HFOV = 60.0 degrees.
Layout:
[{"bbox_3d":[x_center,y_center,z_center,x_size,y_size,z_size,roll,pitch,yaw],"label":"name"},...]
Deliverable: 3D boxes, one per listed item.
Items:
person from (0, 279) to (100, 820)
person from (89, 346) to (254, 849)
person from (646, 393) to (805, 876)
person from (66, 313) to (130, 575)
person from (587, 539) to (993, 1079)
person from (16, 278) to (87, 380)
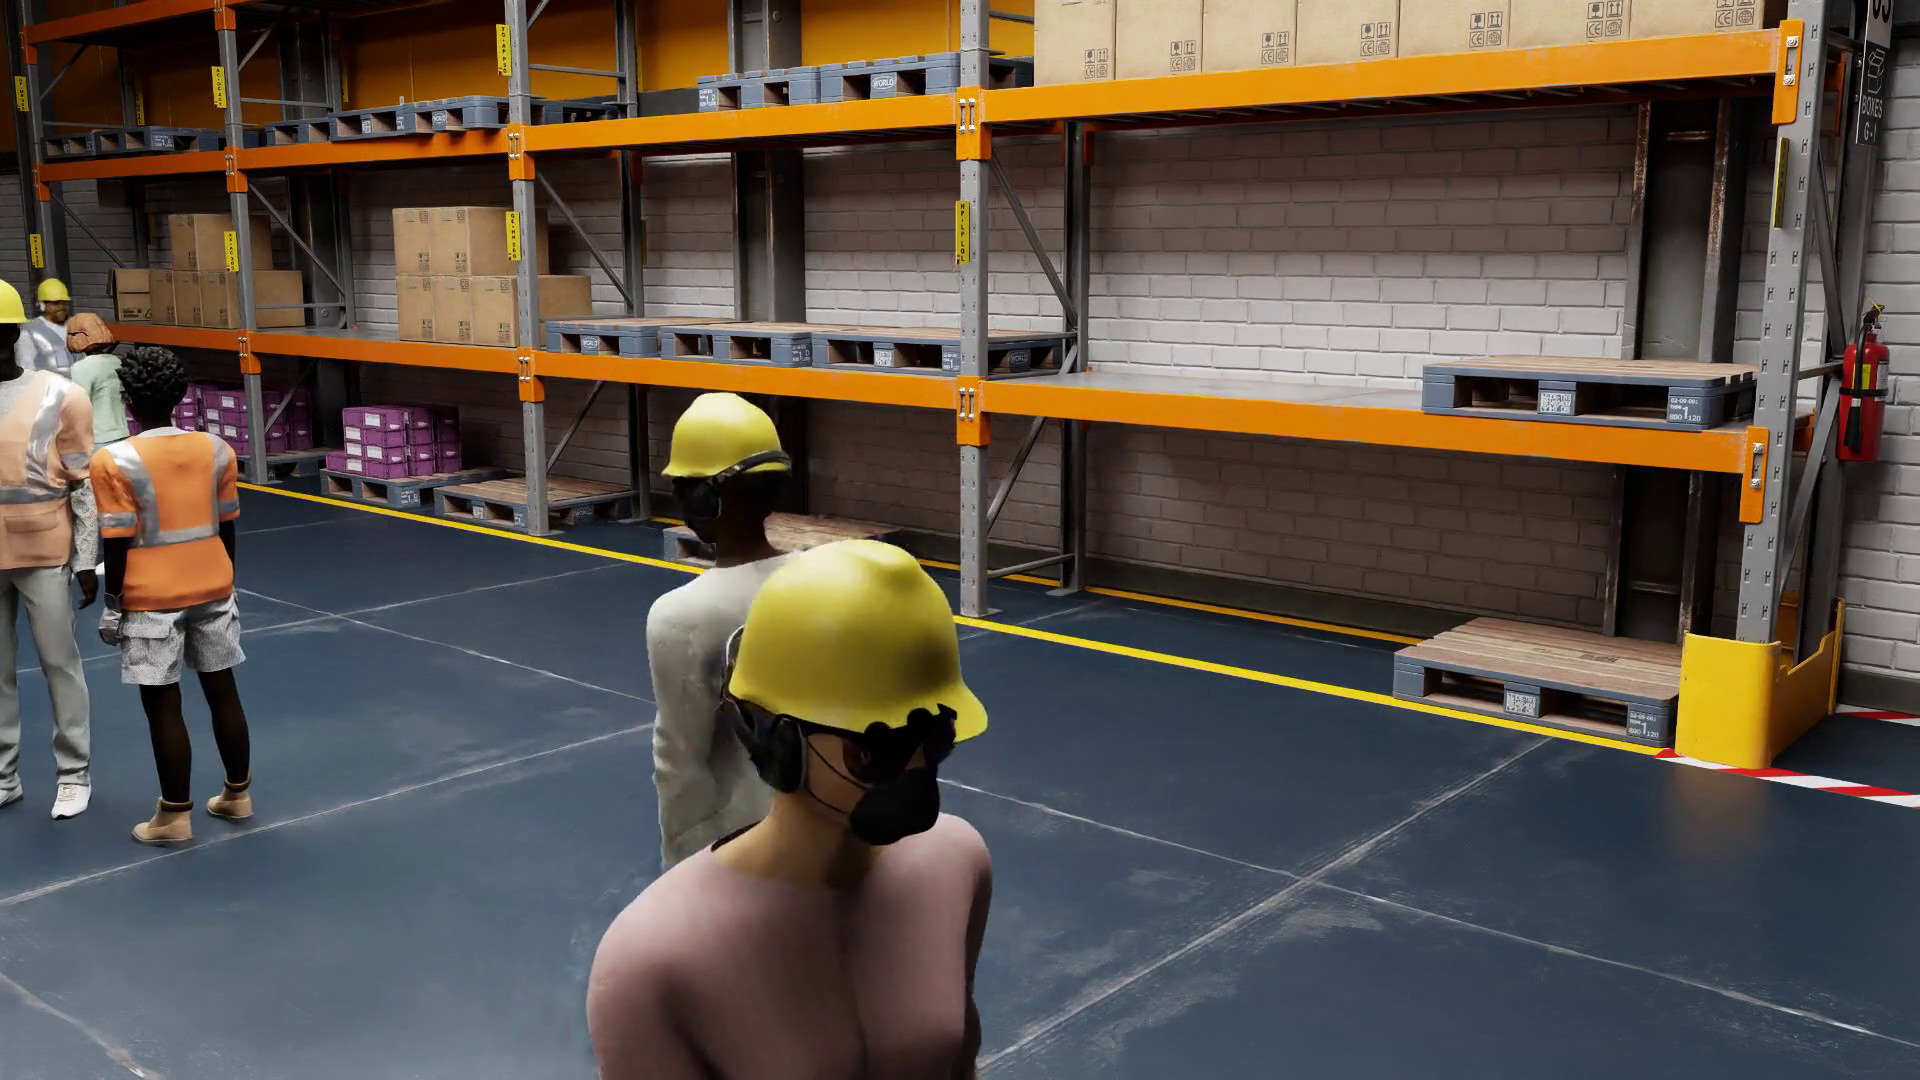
[{"bbox_3d":[-3.340,0.041,5.868,0.585,1.928,0.370,-1,10,-5],"label":"person"},{"bbox_3d":[-2.676,0.194,5.654,0.319,1.695,0.539,5,11,28],"label":"person"},{"bbox_3d":[-0.419,0.591,3.262,0.476,1.752,0.535,9,13,40],"label":"person"},{"bbox_3d":[-5.352,-0.598,10.380,0.288,1.626,0.497,0,10,2],"label":"person"},{"bbox_3d":[-0.103,0.866,1.695,0.535,1.738,0.744,-8,13,-39],"label":"person"},{"bbox_3d":[-7.129,-1.180,13.218,0.923,1.793,0.584,5,11,27],"label":"person"}]
